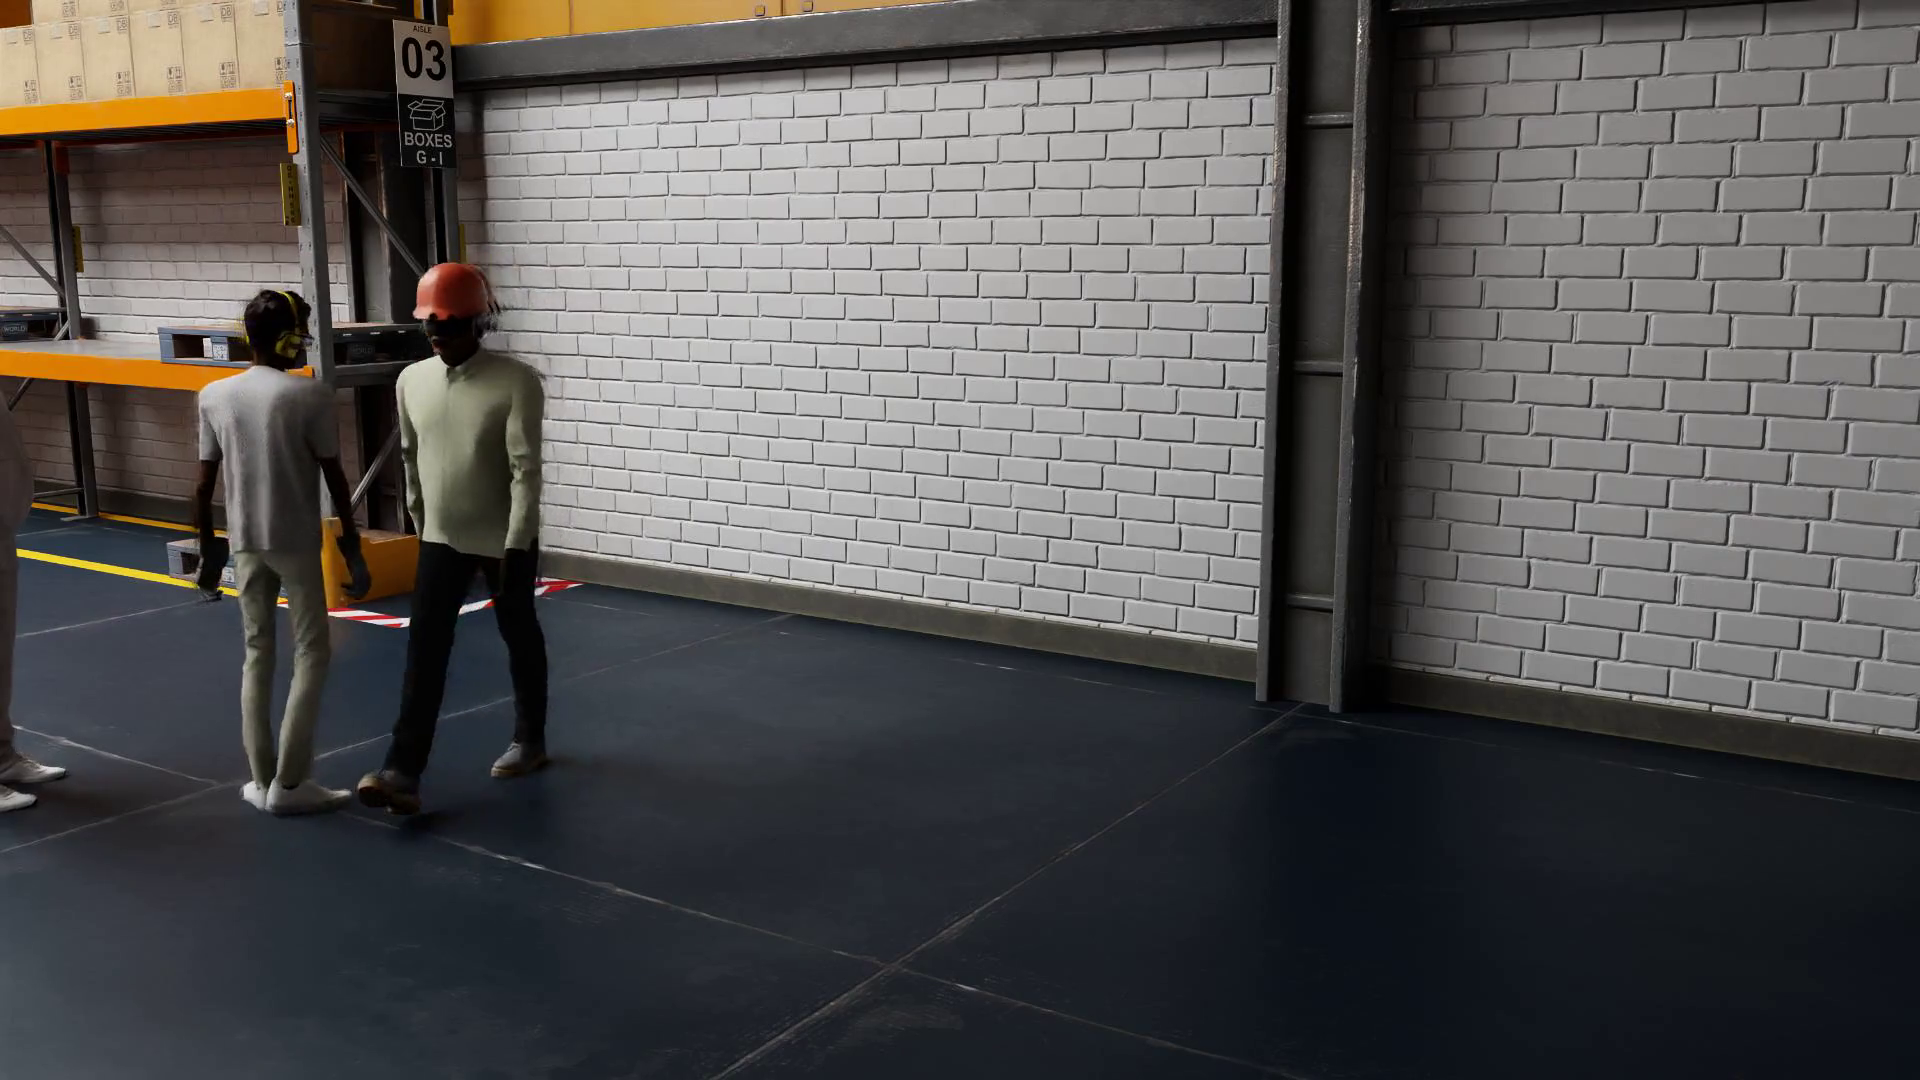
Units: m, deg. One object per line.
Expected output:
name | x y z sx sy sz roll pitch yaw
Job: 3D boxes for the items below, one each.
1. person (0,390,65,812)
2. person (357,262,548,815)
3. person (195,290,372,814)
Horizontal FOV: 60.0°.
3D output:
person | -3.503 0.023 5.916 0.403 1.897 0.652 -3 11 -16
person | -1.775 -0.001 5.926 0.618 1.931 1.027 2 10 12
person | -2.423 0.050 5.904 0.619 1.850 0.406 1 10 8
